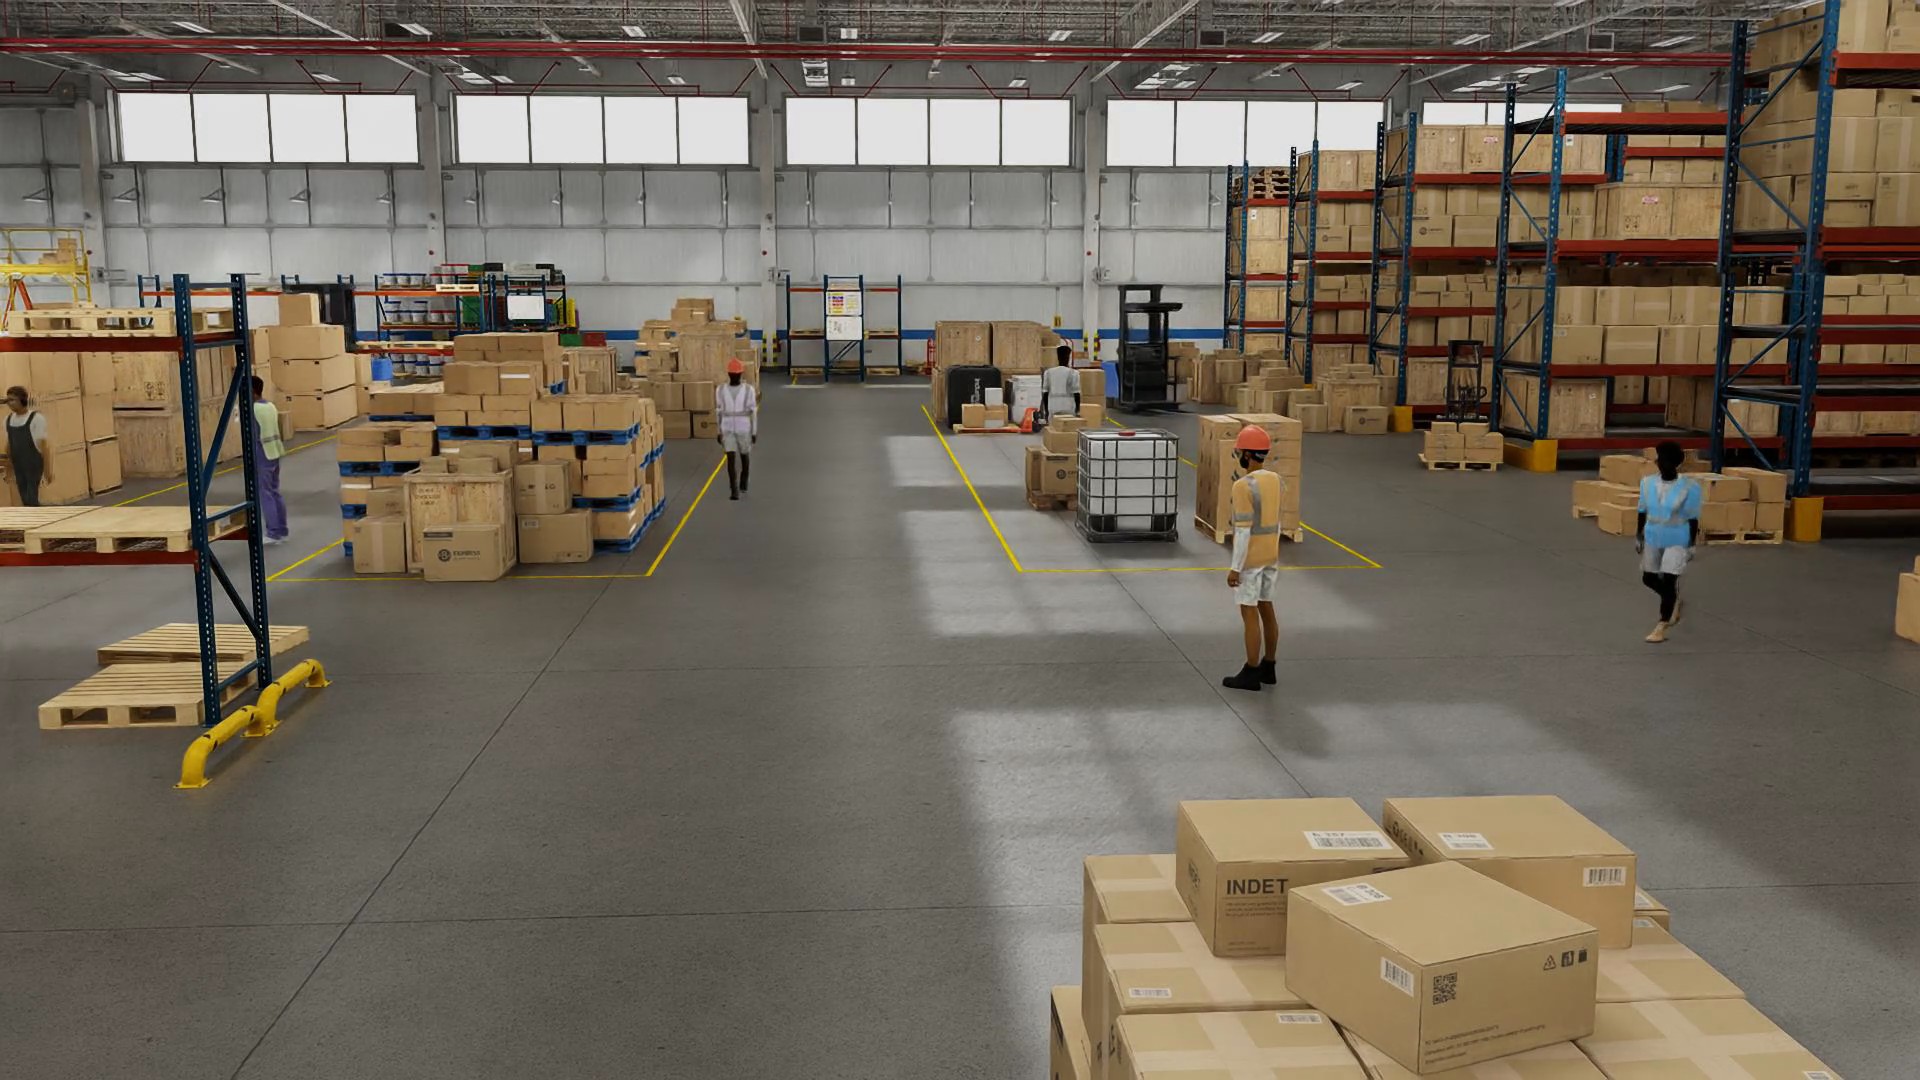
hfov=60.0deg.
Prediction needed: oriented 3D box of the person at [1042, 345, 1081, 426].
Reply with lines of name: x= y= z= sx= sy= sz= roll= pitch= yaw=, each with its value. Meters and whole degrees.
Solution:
person: x=1.563 y=-1.991 z=25.394 sx=0.612 sy=1.963 sz=0.363 roll=4 pitch=10 yaw=24

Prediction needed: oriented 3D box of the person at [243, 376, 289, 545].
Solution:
person: x=-7.839 y=-0.899 z=18.756 sx=0.407 sy=1.905 sz=0.606 roll=0 pitch=9 yaw=1

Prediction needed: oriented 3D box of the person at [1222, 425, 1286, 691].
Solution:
person: x=2.133 y=0.131 z=12.157 sx=0.376 sy=1.939 sz=0.547 roll=9 pitch=12 yaw=43

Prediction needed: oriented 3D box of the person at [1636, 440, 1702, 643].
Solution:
person: x=5.896 y=-0.001 z=13.777 sx=0.581 sy=1.678 sz=0.544 roll=-7 pitch=11 yaw=-37

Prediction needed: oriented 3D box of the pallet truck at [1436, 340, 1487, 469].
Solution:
pallet truck: x=8.004 y=-2.170 z=26.422 sx=0.823 sy=1.965 sz=1.885 roll=2 pitch=9 yaw=14

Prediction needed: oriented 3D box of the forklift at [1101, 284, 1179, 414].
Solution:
forklift: x=3.939 y=-4.255 z=36.745 sx=1.129 sy=2.768 sz=1.873 roll=-3 pitch=10 yaw=-20

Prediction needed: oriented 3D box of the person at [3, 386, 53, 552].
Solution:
person: x=-10.179 y=-0.769 z=18.132 sx=0.538 sy=1.828 sz=0.441 roll=2 pitch=9 yaw=13

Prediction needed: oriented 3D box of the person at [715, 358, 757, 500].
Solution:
person: x=-3.036 y=-1.519 z=22.592 sx=0.550 sy=1.918 sz=0.630 roll=-1 pitch=9 yaw=-3

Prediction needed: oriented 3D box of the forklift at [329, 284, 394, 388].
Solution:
forklift: x=-14.224 y=-4.534 z=38.502 sx=1.873 sy=2.768 sz=1.129 roll=-1 pitch=9 yaw=-4
